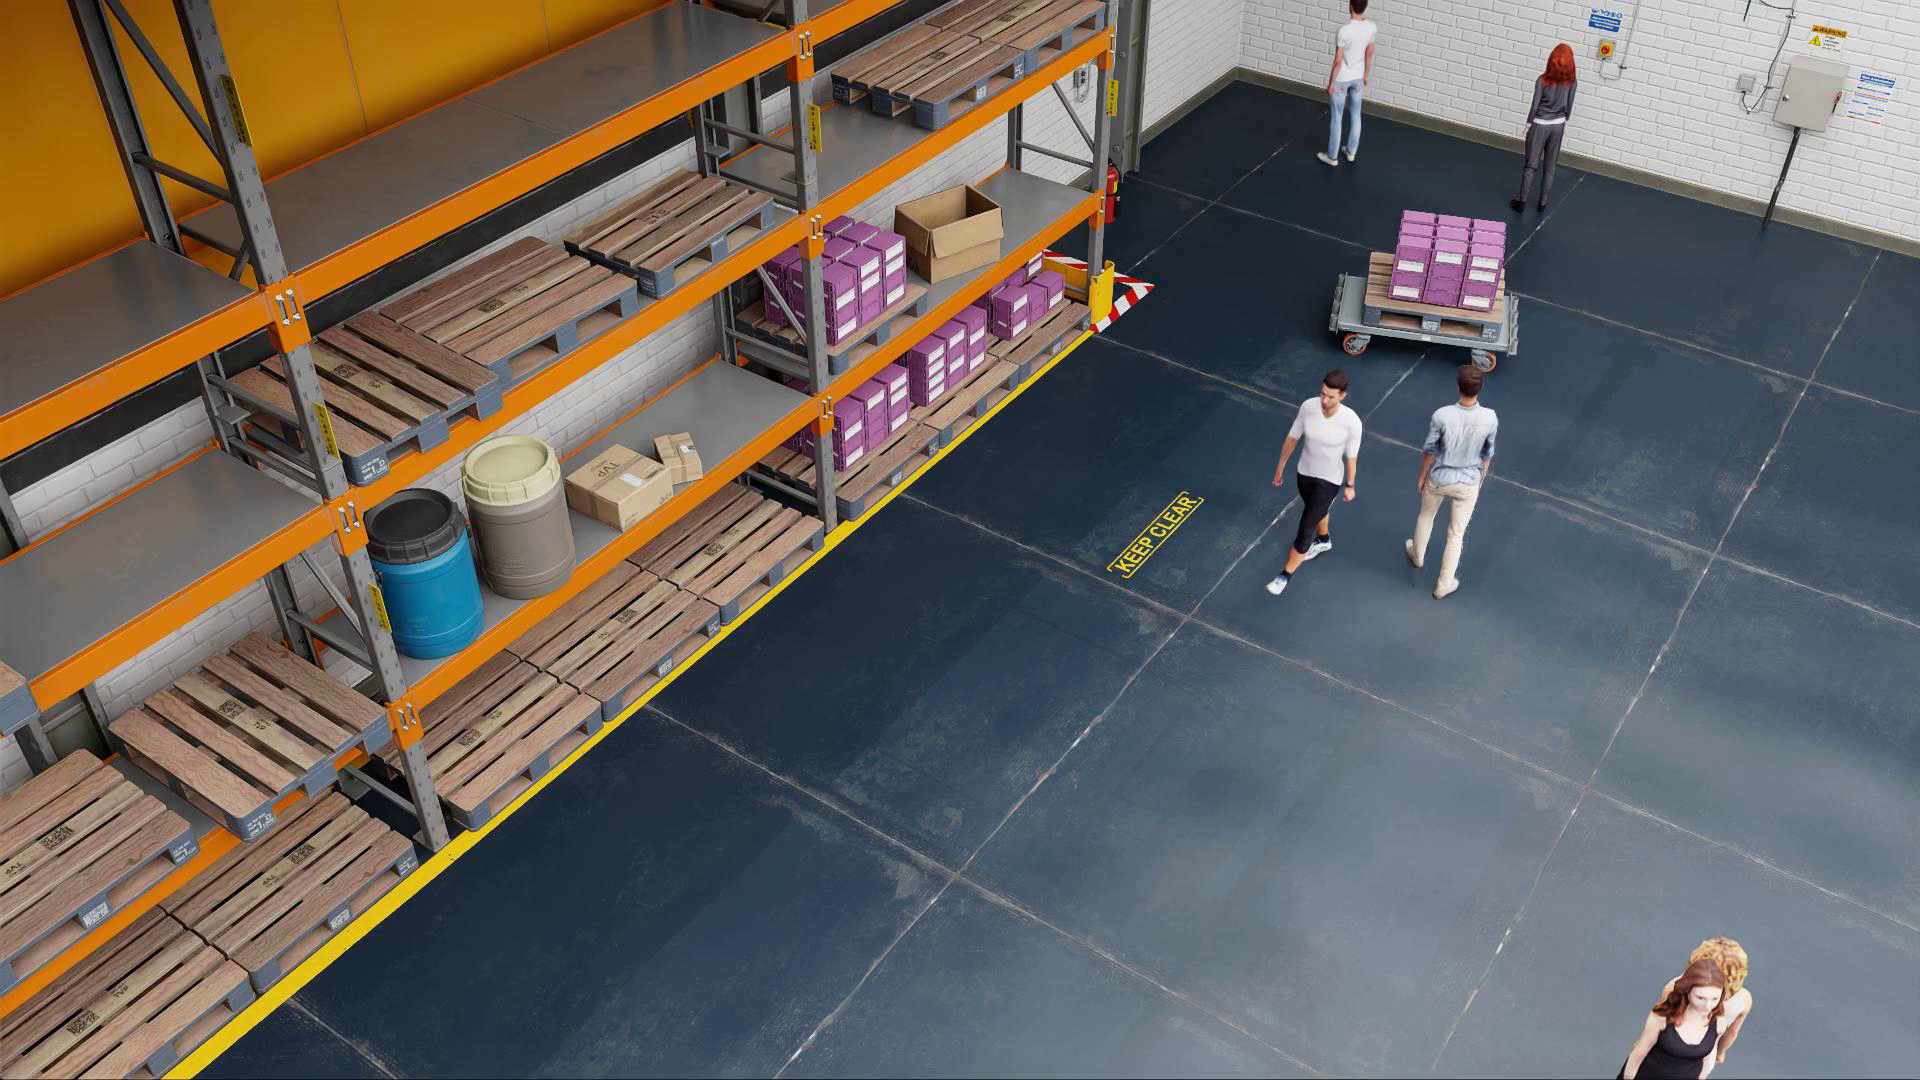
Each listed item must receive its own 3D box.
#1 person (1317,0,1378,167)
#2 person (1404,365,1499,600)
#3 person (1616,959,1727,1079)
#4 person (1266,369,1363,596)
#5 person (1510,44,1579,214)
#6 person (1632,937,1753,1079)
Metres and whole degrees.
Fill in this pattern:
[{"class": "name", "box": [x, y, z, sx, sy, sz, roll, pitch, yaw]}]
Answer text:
[{"class": "person", "box": [4.153, -4.922, 17.769, 0.667, 1.850, 0.794, -16, 41, -19]}, {"class": "person", "box": [3.598, -0.395, 12.118, 0.813, 1.828, 0.939, 14, 41, 17]}, {"class": "person", "box": [3.501, 2.679, 8.335, 0.666, 1.747, 0.697, 0, 39, -1]}, {"class": "person", "box": [2.704, -0.507, 12.277, 1.233, 1.805, 0.845, -32, 48, -33]}, {"class": "person", "box": [5.953, -4.169, 16.881, 0.654, 1.782, 0.672, 1, 39, 1]}, {"class": "person", "box": [3.688, 2.604, 8.489, 0.682, 1.671, 0.688, 5, 39, 6]}]
